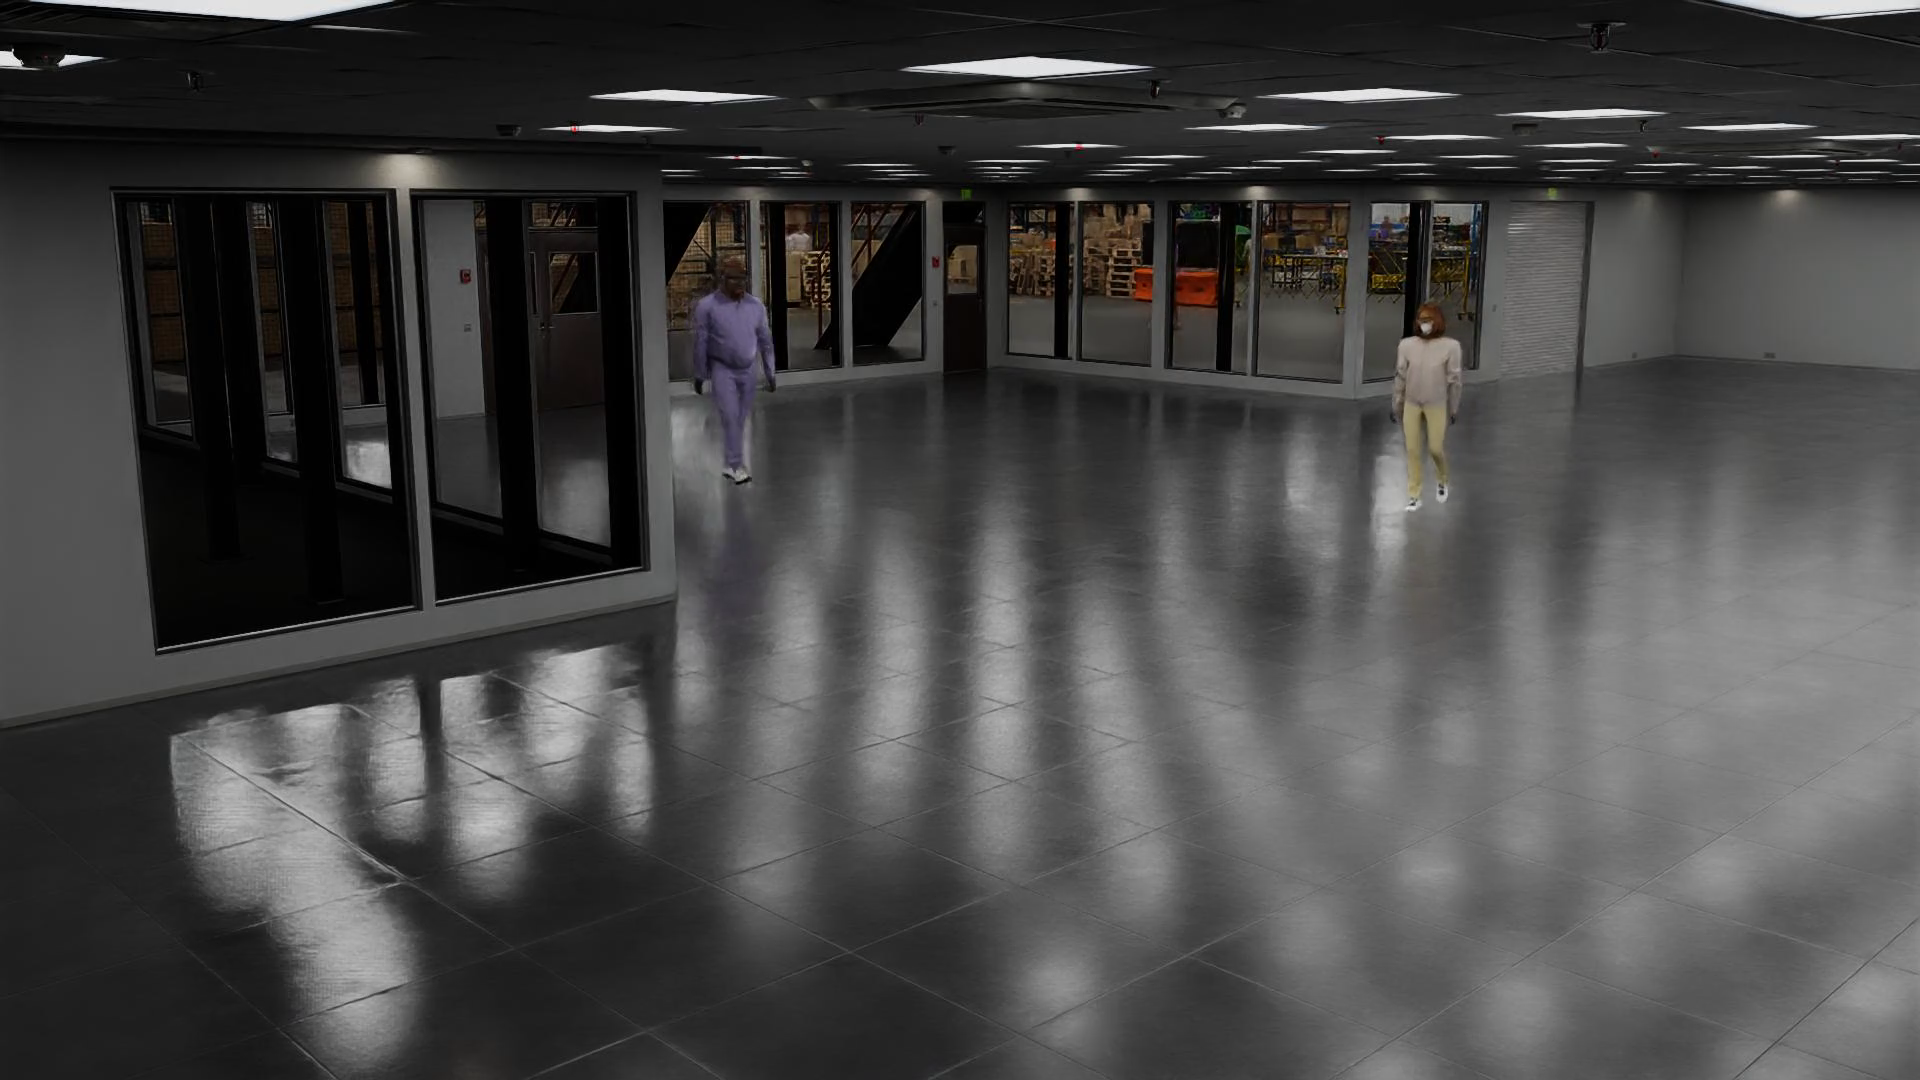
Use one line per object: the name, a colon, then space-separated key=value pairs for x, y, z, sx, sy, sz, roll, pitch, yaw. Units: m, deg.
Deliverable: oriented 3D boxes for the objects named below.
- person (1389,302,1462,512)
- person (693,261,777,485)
person: x=3.596 y=-1.024 z=12.825 sx=0.505 sy=1.618 sz=0.394 roll=7 pitch=13 yaw=32
person: x=-1.847 y=-1.400 z=14.051 sx=0.679 sy=1.868 sz=0.905 roll=-7 pitch=13 yaw=-33
